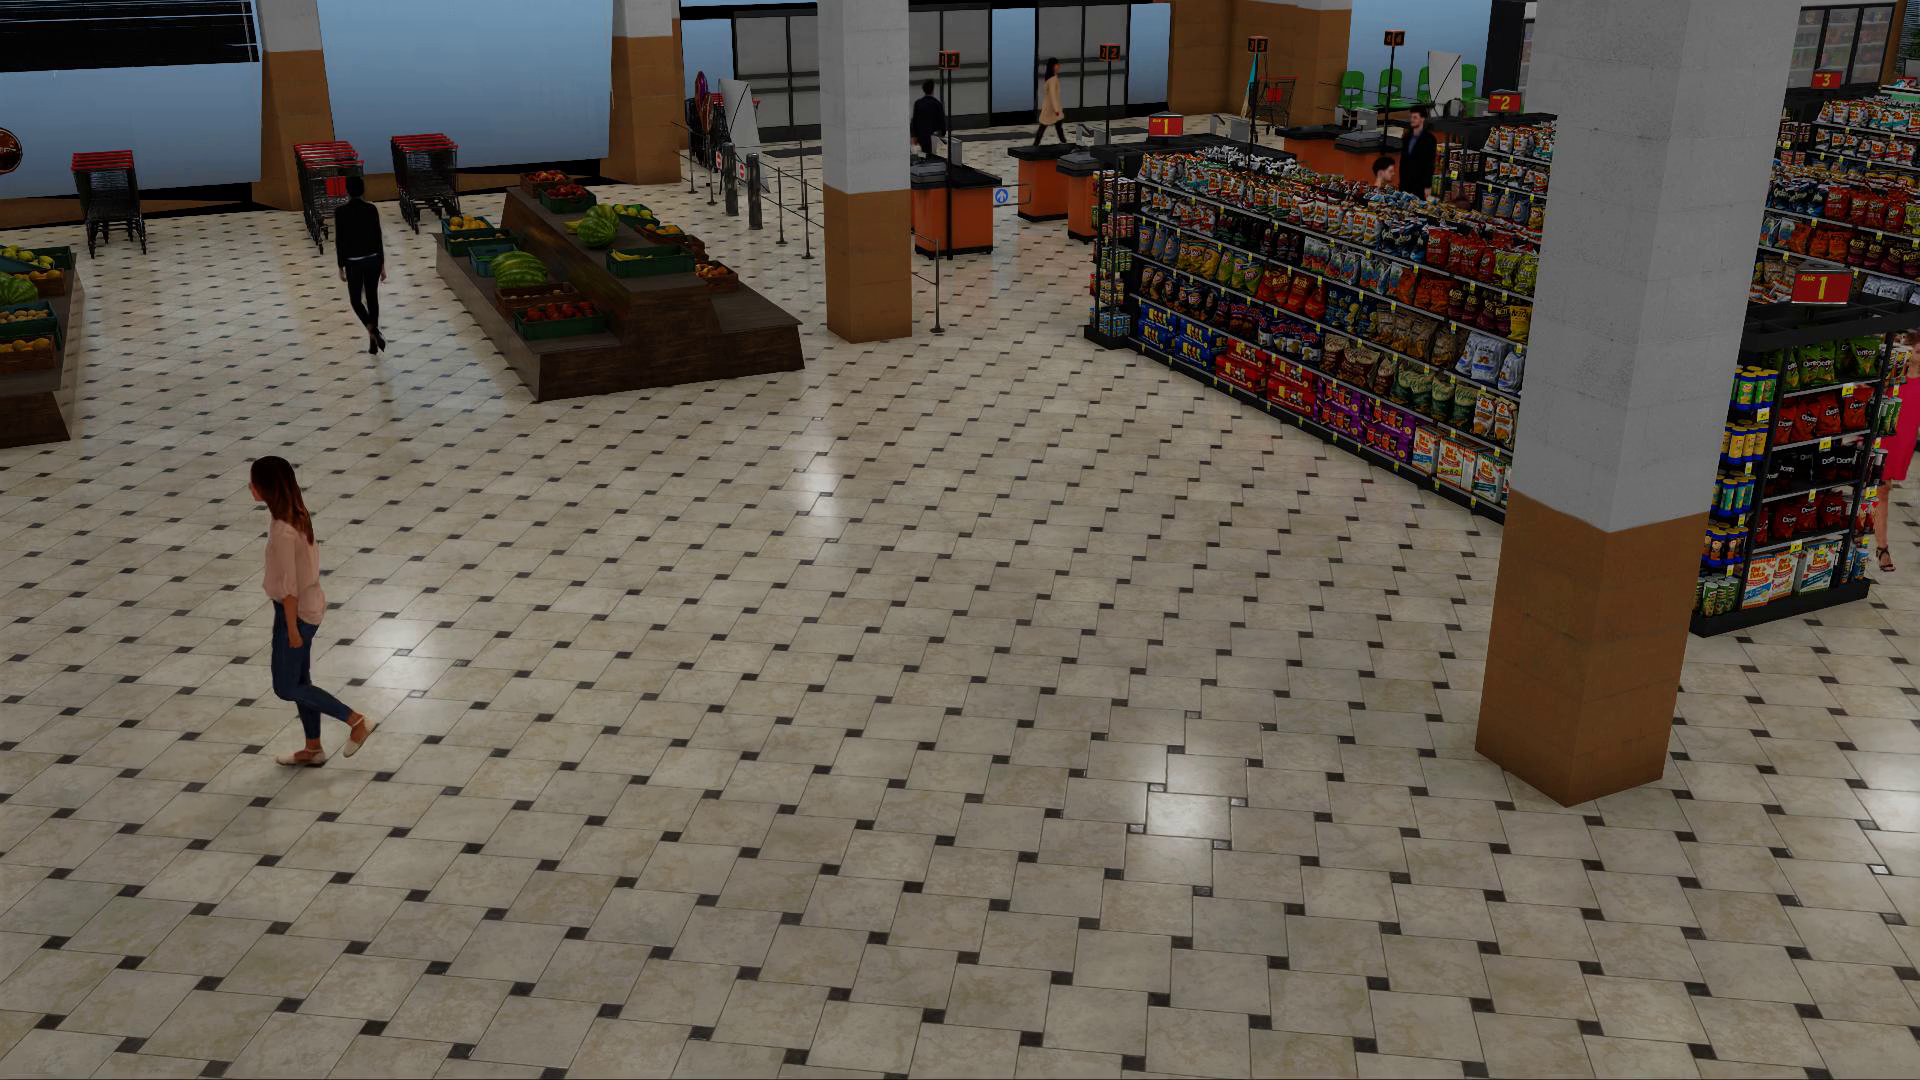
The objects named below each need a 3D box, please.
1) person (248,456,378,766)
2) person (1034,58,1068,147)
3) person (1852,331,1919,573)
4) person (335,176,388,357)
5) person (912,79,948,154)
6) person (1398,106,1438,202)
[{"bbox_3d":[-3.444,0.402,8.852,0.784,1.779,0.810,-3,22,-8],"label":"person"},{"bbox_3d":[1.435,-7.280,28.145,1.040,1.648,1.087,1,22,4],"label":"person"},{"bbox_3d":[6.459,-0.676,11.657,0.866,1.687,1.071,-3,22,-7],"label":"person"},{"bbox_3d":[-5.858,-2.642,16.379,0.678,1.813,1.001,-13,25,-29],"label":"person"},{"bbox_3d":[-0.508,-5.931,24.741,1.126,1.683,1.119,11,24,26],"label":"person"},{"bbox_3d":[5.777,-4.495,20.924,0.899,1.864,1.133,-15,26,-33],"label":"person"}]
